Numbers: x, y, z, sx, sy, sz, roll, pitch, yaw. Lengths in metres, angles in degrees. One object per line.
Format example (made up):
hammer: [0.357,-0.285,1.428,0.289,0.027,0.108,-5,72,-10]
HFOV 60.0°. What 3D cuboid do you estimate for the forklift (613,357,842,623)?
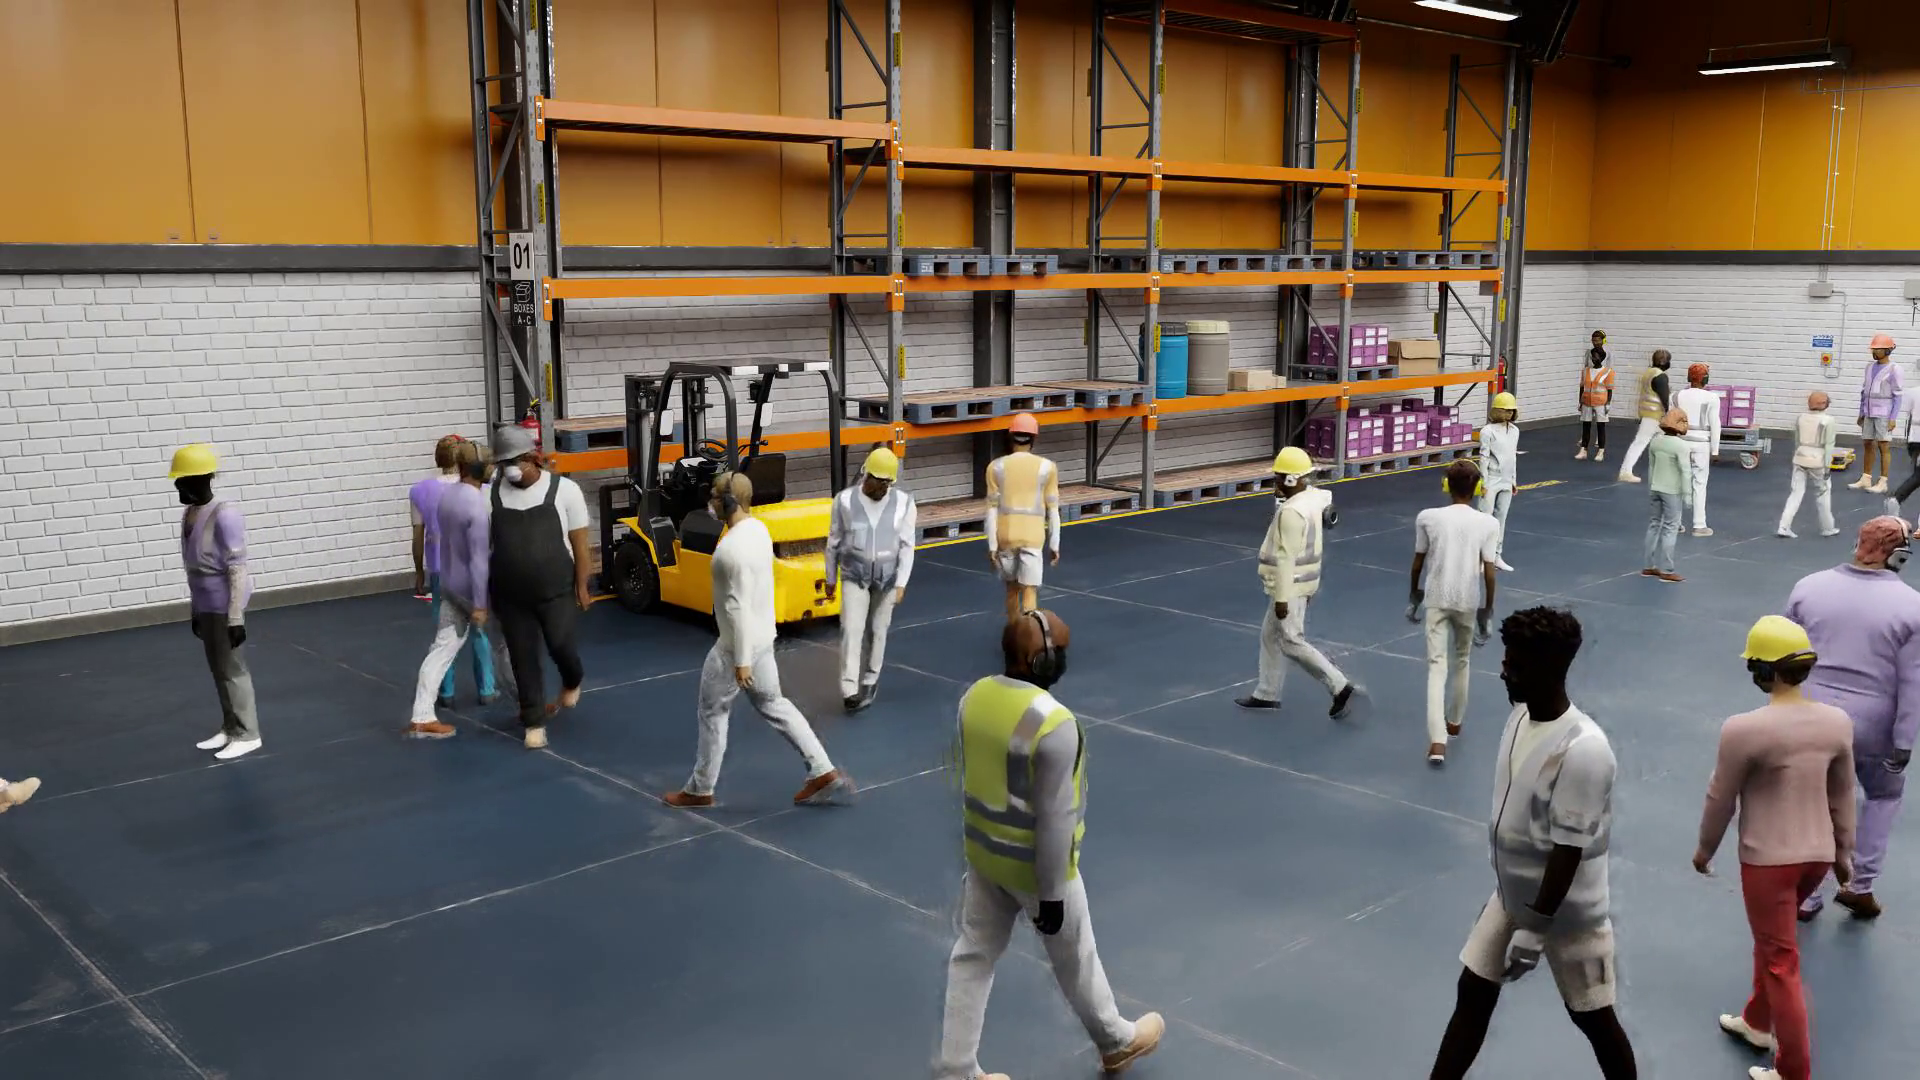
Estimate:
forklift: [-1.847,-0.414,13.852,1.214,2.155,2.313,-9,13,-42]

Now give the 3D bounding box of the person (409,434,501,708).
person: [-3.383,0.216,11.190,0.567,1.841,0.377,-2,10,-10]

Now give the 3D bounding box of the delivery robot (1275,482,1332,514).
delivery robot: [3.815,-0.430,18.465,0.477,0.478,0.707,10,13,44]

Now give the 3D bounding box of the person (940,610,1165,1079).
person: [0.304,1.127,5.991,0.941,1.791,0.657,-7,12,-34]

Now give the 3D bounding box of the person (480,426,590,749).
person: [-2.662,0.249,10.423,0.703,2.000,0.750,-1,10,-3]

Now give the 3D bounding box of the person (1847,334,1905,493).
person: [11.784,-1.623,21.369,0.387,2.045,0.605,-2,10,-12]

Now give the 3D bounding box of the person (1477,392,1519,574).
person: [5.175,-0.548,15.956,0.487,1.744,0.314,-6,11,-30]

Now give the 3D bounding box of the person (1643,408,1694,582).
person: [6.640,-0.425,15.584,0.281,1.629,0.515,-3,10,-16]

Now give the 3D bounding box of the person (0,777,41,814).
person: [-5.503,0.631,8.888,0.927,1.794,0.654,-4,10,-22]

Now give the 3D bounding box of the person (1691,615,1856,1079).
person: [2.946,1.131,6.126,0.521,1.733,0.737,-3,10,-17]

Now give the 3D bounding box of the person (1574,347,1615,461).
person: [9.430,-2.019,24.704,0.320,1.697,0.531,-9,13,-42]

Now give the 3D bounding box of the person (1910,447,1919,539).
person: [10.473,-0.909,17.698,0.328,1.873,0.521,-9,13,-42]

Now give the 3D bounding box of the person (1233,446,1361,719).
person: [2.226,0.289,10.877,0.792,1.805,0.598,3,10,19]

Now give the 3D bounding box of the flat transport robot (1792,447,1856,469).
flat transport robot: [12.550,-1.209,24.132,0.652,0.197,1.431,7,12,34]

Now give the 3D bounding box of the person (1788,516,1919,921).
person: [4.065,0.817,7.583,0.569,1.876,0.660,-9,13,-44]

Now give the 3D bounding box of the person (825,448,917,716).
person: [-0.587,0.271,11.090,0.610,1.766,0.823,-1,10,-7]

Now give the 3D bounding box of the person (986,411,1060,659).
person: [0.457,0.005,12.349,0.555,1.890,0.830,1,10,6]

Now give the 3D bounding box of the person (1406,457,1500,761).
person: [3.000,0.412,10.155,0.513,1.822,0.974,2,10,12]

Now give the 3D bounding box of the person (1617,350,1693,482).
person: [9.356,-1.647,22.281,1.016,1.780,0.629,3,10,14]

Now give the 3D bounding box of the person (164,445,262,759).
person: [-4.508,0.380,10.048,0.644,1.911,0.470,9,13,41]

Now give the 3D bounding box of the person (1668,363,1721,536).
person: [7.974,-0.981,18.087,0.354,1.883,0.572,-8,13,-40]

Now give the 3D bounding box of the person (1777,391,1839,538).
person: [9.168,-0.808,17.893,0.782,1.596,0.525,-5,11,-25]

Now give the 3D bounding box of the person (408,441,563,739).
person: [-3.074,0.313,10.521,1.013,1.893,0.645,-9,13,-42]

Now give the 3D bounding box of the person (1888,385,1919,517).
person: [10.843,-1.082,18.669,0.680,1.892,0.627,-3,10,-19]

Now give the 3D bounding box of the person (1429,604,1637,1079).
person: [1.869,1.160,5.467,1.008,1.912,0.606,-2,10,-9]

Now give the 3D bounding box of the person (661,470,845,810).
person: [-1.127,0.554,9.058,0.991,1.902,0.641,1,10,8]

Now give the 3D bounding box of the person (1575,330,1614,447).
person: [10.149,-2.416,26.552,0.328,1.862,0.521,-9,13,-42]
